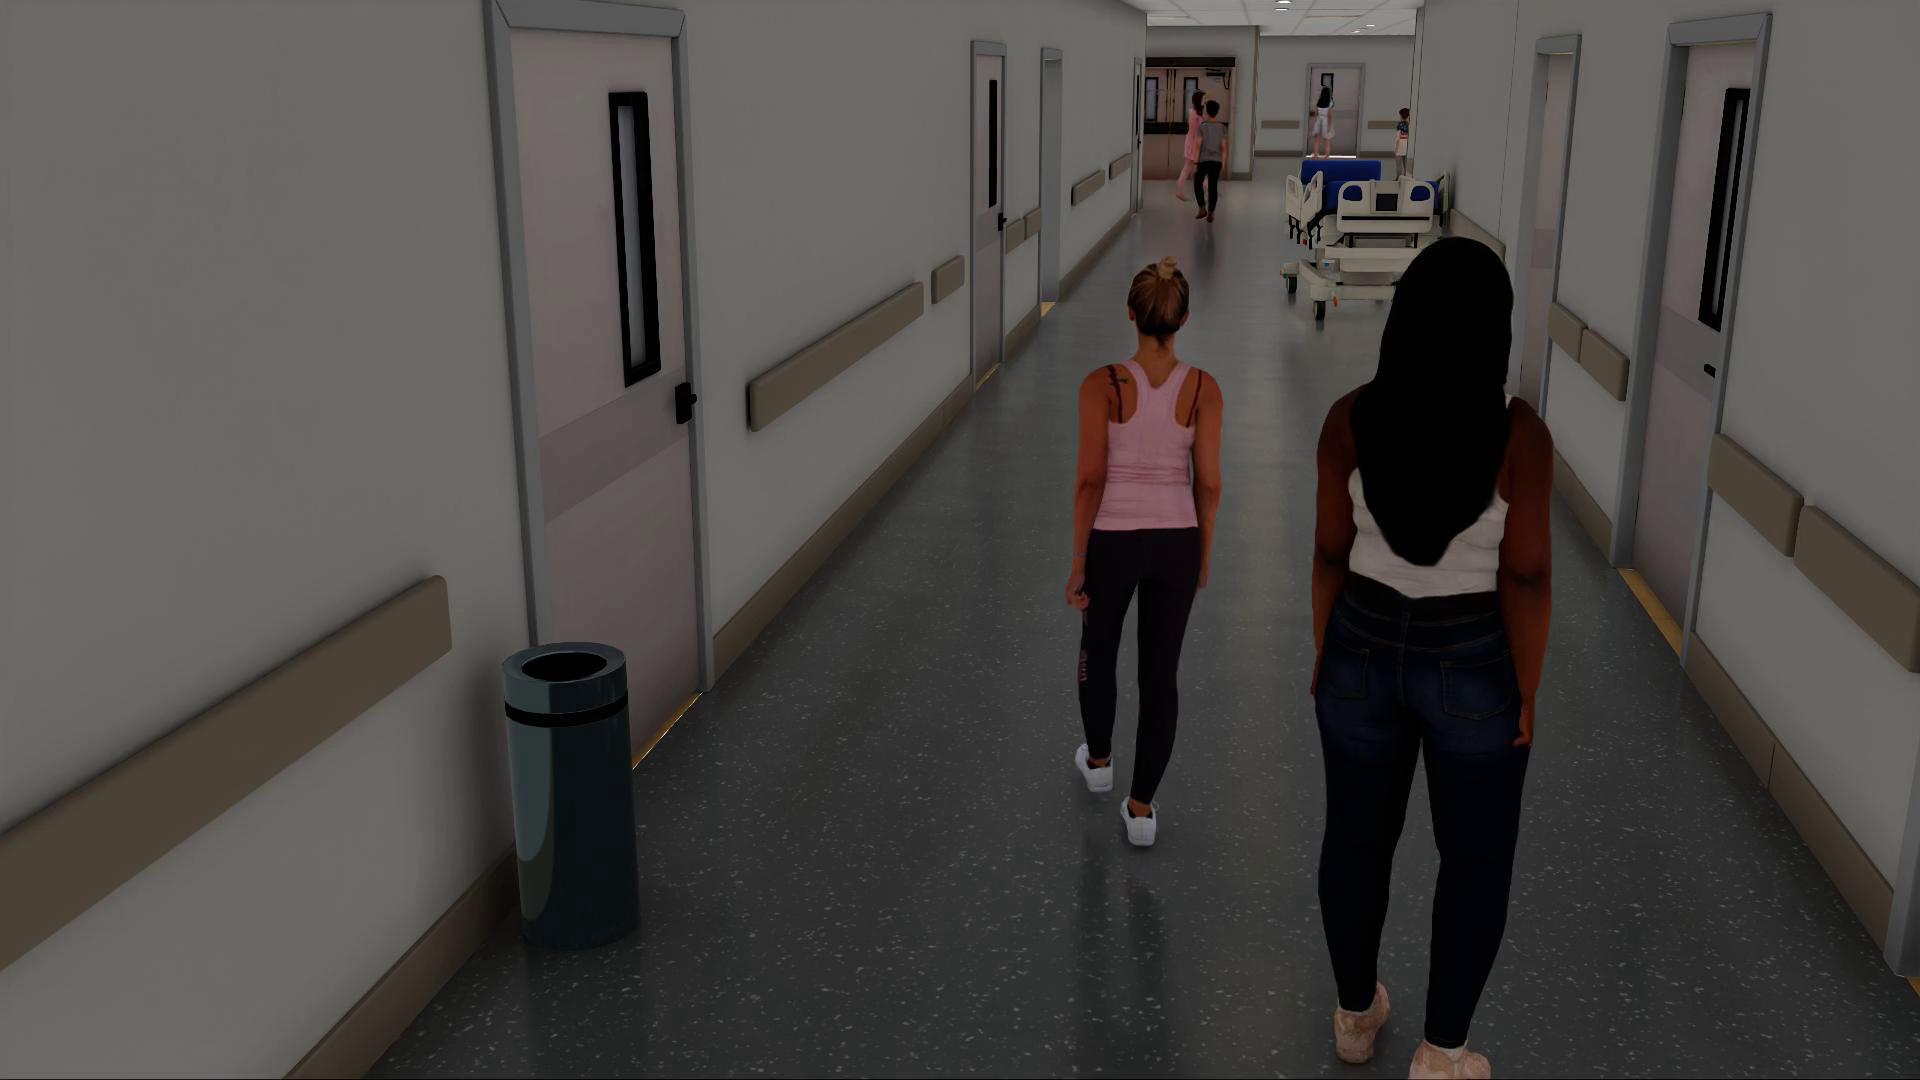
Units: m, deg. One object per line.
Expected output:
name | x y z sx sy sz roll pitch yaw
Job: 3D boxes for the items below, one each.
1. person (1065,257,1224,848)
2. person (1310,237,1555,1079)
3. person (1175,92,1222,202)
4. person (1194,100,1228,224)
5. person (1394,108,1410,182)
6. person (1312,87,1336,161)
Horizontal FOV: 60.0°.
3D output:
person | 0.509 0.060 4.563 0.766 1.640 0.708 0 16 1
person | 0.939 0.294 3.425 0.731 1.806 0.820 9 18 29
person | 3.796 -6.510 27.635 0.977 1.765 0.606 3 16 10
person | 3.585 -5.416 23.857 0.612 1.709 0.736 -1 16 -3
person | 8.607 -7.665 32.335 0.574 1.438 0.651 -9 18 -28
person | 8.115 -9.222 37.353 1.219 1.713 0.915 8 18 26
